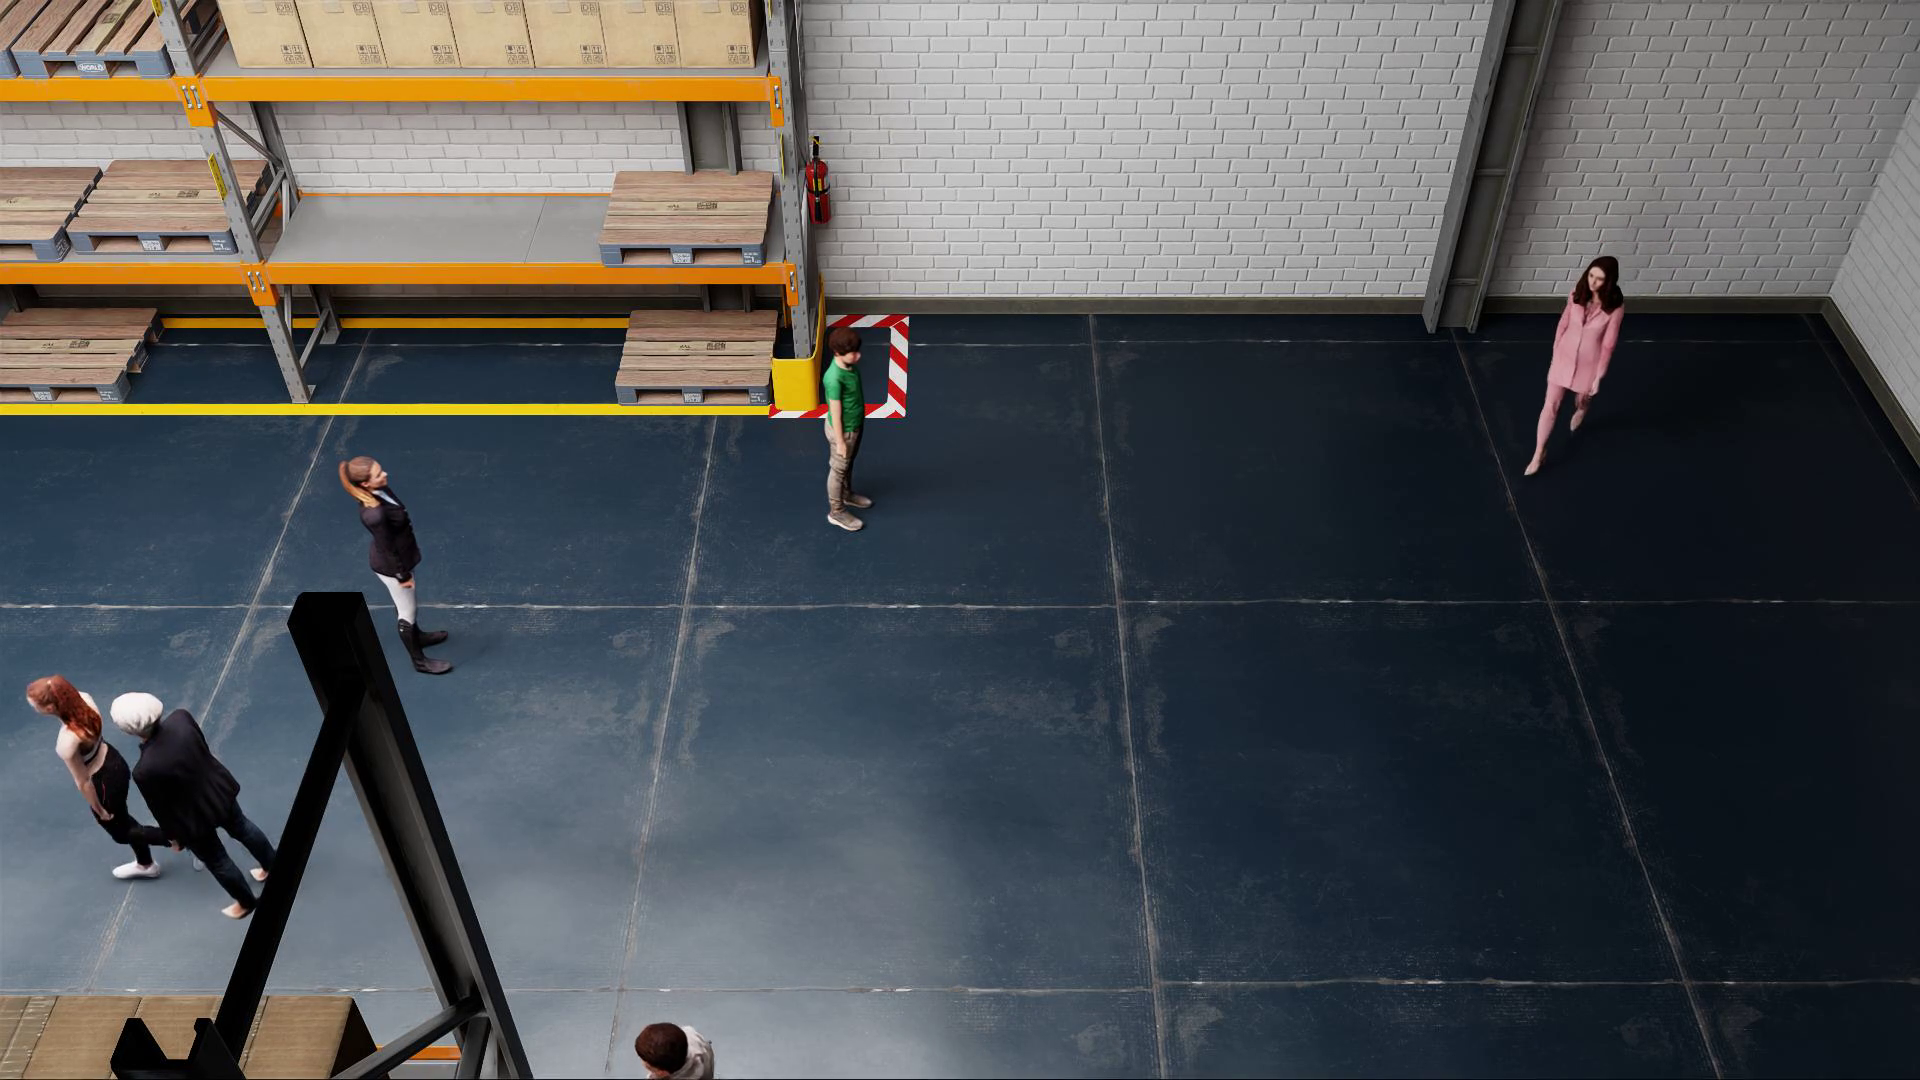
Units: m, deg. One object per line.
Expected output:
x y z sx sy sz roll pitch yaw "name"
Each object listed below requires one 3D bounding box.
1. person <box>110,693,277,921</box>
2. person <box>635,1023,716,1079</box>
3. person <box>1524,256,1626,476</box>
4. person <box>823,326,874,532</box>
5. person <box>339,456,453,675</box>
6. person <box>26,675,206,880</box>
-3.906 1.329 8.595 0.690 1.777 0.780 12 45 12 "person"
-1.177 2.771 7.753 0.912 1.844 0.747 6 44 6 "person"
4.552 -1.309 12.092 1.110 1.767 1.106 28 50 27 "person"
-0.816 -0.813 11.655 0.611 1.652 0.648 11 45 11 "person"
-3.591 0.144 10.594 0.623 1.728 0.625 -10 44 -10 "person"
-4.683 1.356 9.319 0.921 1.732 0.635 -4 44 -4 "person"
